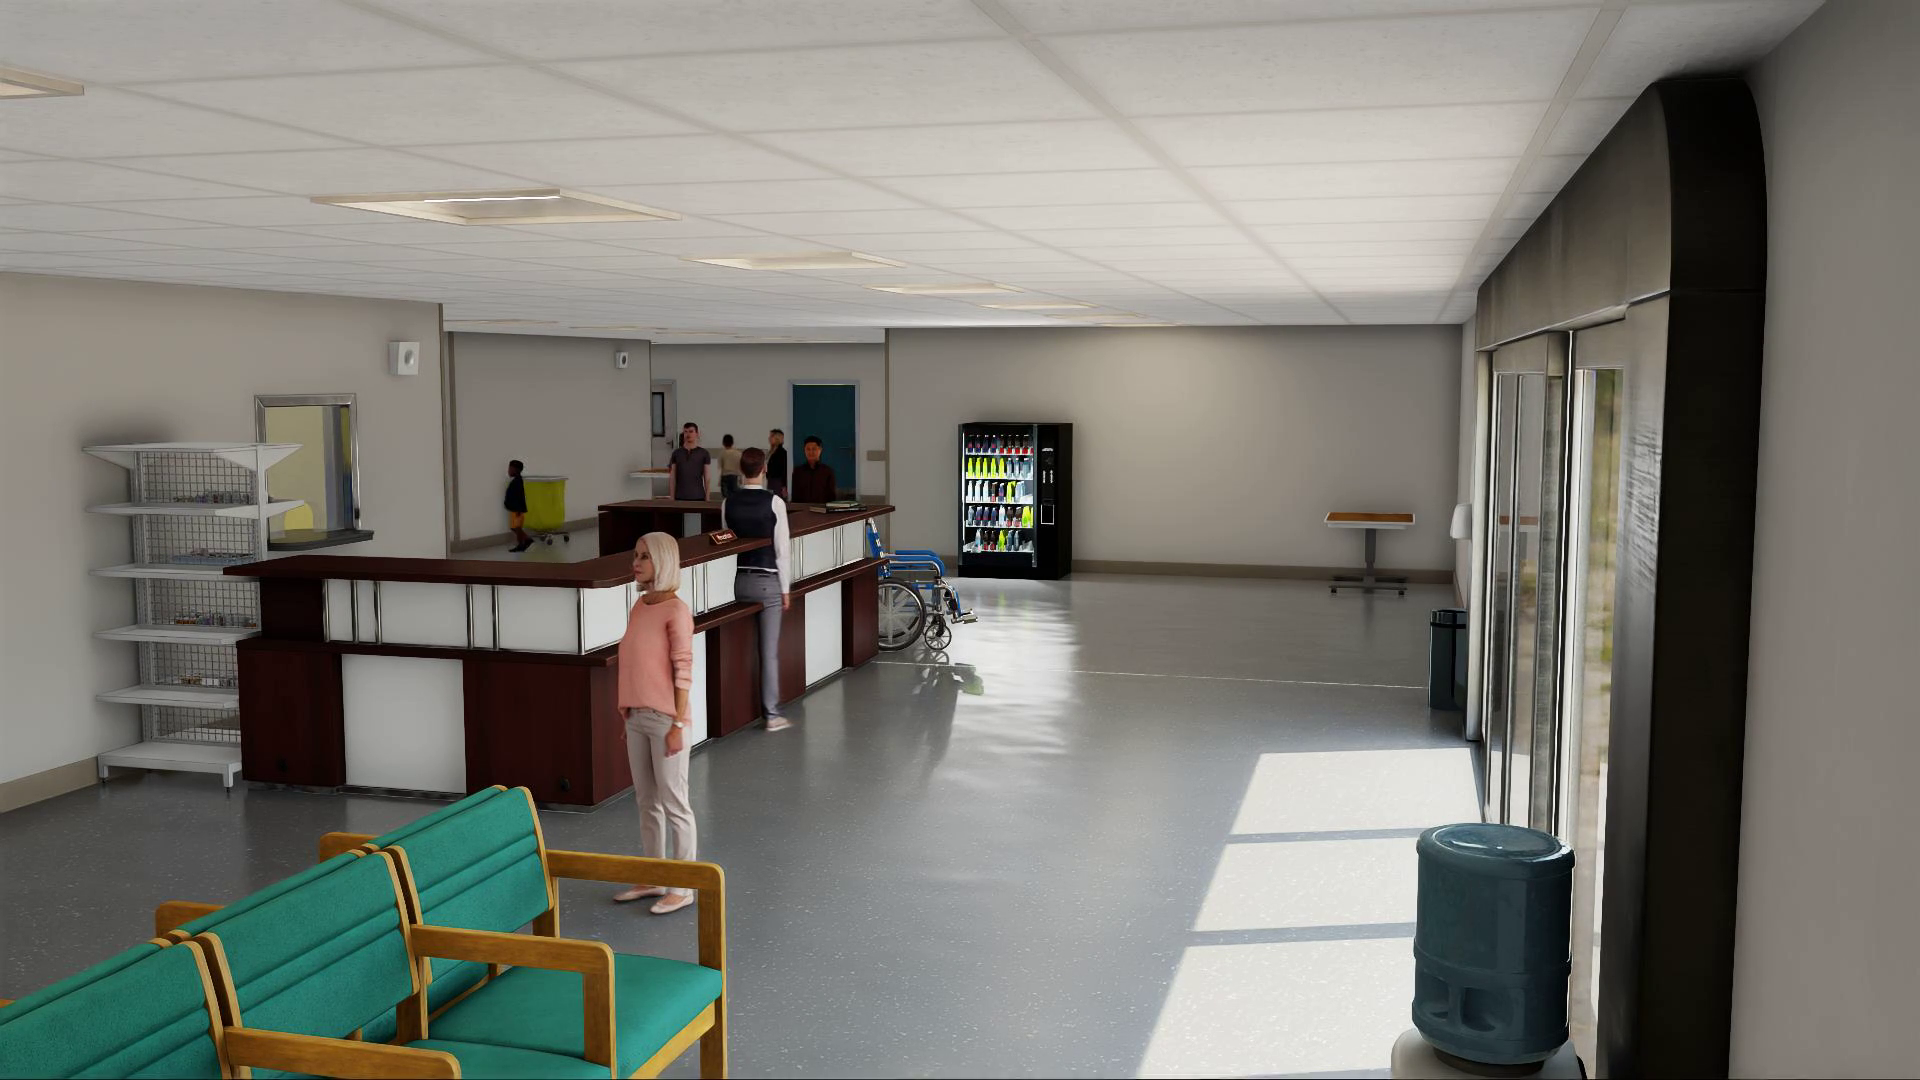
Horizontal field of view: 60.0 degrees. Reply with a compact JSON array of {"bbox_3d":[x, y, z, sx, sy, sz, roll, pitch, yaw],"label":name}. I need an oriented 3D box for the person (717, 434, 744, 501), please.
[{"bbox_3d":[-3.635,-0.936,26.393,0.912,1.446,0.879,-2,6,-16],"label":"person"}]

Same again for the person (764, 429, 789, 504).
[{"bbox_3d":[-2.413,-0.675,22.750,0.992,1.656,0.972,-4,7,-35],"label":"person"}]

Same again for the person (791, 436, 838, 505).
[{"bbox_3d":[-1.544,-0.209,17.486,0.564,1.782,0.760,0,6,-1],"label":"person"}]

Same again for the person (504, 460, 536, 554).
[{"bbox_3d":[-5.907,-0.444,22.435,0.719,1.260,0.655,-2,6,-16],"label":"person"}]

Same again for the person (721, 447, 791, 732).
[{"bbox_3d":[-1.408,0.325,11.413,0.492,1.935,0.703,2,6,16],"label":"person"}]

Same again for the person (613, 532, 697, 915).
[{"bbox_3d":[-1.373,0.816,7.589,0.619,1.724,0.739,5,8,43],"label":"person"}]

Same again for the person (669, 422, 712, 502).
[{"bbox_3d":[-3.207,-0.478,19.823,0.572,1.849,0.754,0,6,1],"label":"person"}]
